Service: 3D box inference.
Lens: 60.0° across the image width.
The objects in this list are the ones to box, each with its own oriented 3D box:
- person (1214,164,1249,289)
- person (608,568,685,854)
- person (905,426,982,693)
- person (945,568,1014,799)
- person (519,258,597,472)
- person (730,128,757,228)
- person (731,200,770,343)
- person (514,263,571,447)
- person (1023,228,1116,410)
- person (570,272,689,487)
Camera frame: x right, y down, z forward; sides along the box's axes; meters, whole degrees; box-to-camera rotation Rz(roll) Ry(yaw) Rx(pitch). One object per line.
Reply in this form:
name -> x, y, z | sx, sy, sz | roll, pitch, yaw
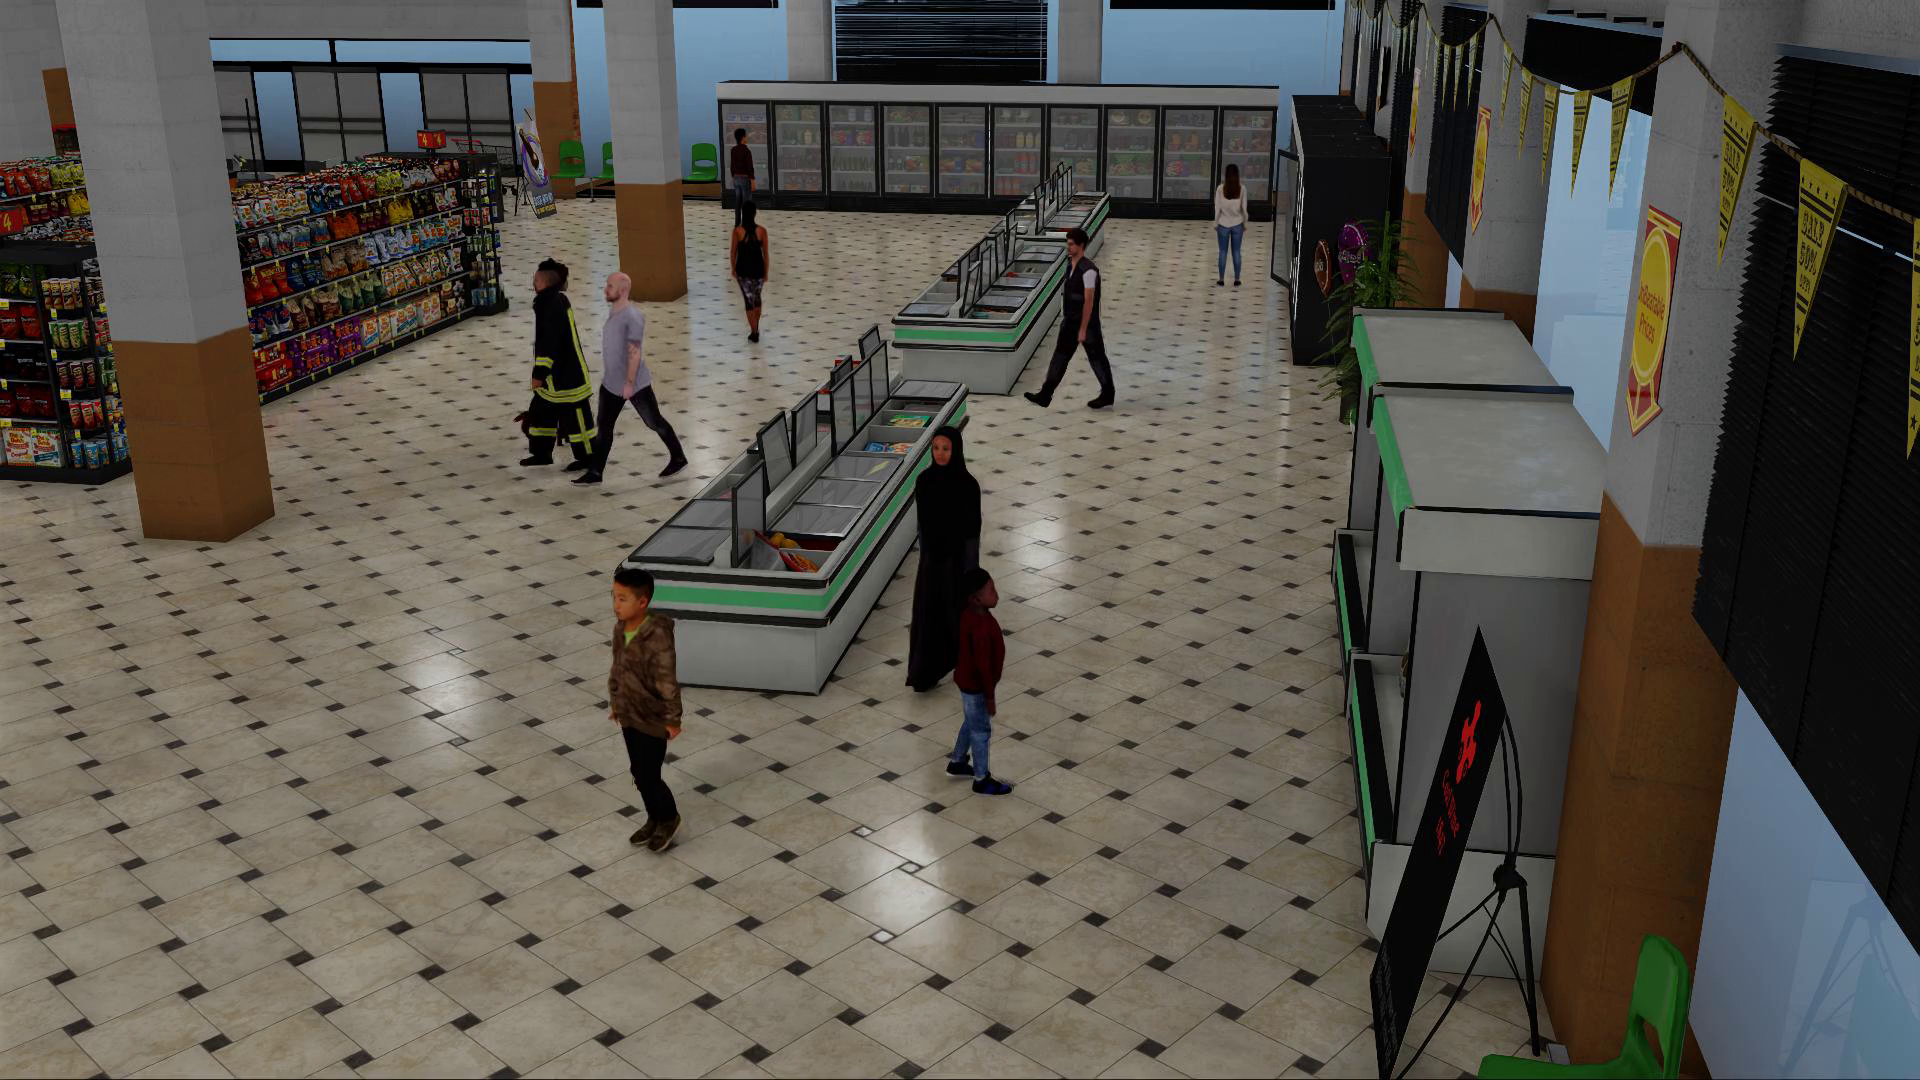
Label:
person -> 3.773, -4.383, 23.192 | 0.626, 1.692, 0.548 | 2, 19, 7
person -> -1.481, 0.817, 8.156 | 0.711, 1.446, 0.741 | 15, 24, 38
person -> -0.021, 0.086, 10.090 | 0.802, 1.595, 1.163 | 8, 20, 23
person -> 0.056, 0.735, 8.698 | 0.668, 1.255, 0.583 | -4, 19, -11
person -> -3.370, -1.499, 14.413 | 1.079, 1.838, 1.035 | -9, 20, -24
person -> -3.632, -5.967, 27.751 | 0.719, 1.782, 0.703 | 15, 23, 37
person -> -2.461, -3.148, 19.620 | 0.852, 1.635, 1.045 | -6, 19, -16
person -> -3.725, -1.638, 15.048 | 0.958, 1.695, 0.920 | -11, 22, -29
person -> 1.299, -2.139, 16.366 | 1.203, 1.802, 1.224 | -9, 21, -25
person -> -2.693, -1.319, 13.962 | 1.317, 1.784, 1.214 | -14, 23, -35
